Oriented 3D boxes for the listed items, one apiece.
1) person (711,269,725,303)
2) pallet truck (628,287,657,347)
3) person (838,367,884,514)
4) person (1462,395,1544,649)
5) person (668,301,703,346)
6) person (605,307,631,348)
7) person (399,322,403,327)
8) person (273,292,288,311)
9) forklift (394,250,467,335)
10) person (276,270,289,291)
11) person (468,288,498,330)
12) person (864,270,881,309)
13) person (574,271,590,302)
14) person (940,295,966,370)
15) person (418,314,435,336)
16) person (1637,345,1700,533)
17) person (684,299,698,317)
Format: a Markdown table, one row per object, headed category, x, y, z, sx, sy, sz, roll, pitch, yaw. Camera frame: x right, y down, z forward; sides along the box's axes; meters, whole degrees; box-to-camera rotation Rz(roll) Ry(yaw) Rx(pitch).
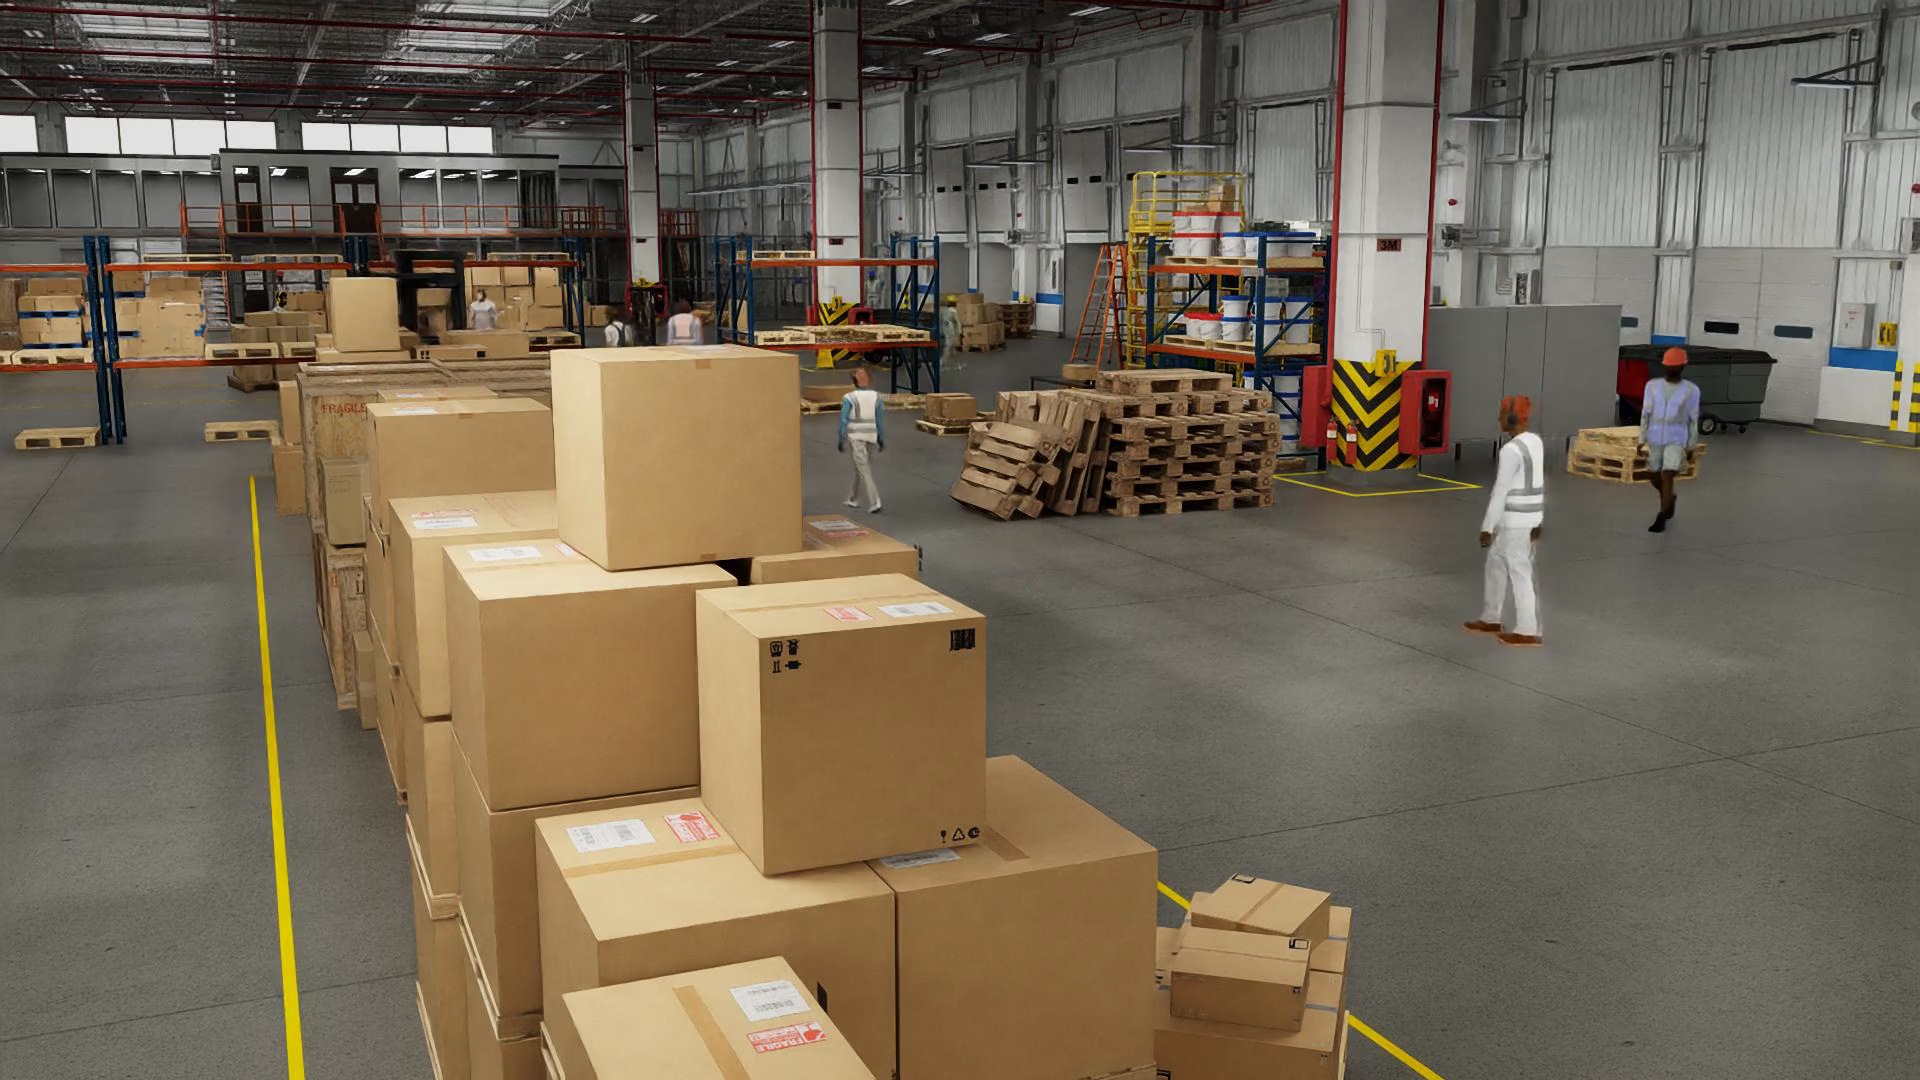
| category | x | y | z | sx | sy | sz | roll | pitch | yaw |
| --- | --- | --- | --- | --- | --- | --- | --- | --- | --- |
| person | -11.240 | -11.927 | 77.002 | 0.642 | 1.937 | 1.008 | -6 | 12 | -30 |
| pallet truck | -6.464 | -4.406 | 35.401 | 0.823 | 1.965 | 1.885 | 6 | 12 | 32 |
| person | -1.067 | -1.097 | 18.278 | 0.533 | 1.603 | 0.837 | -8 | 13 | -38 |
| person | 3.979 | -0.143 | 12.270 | 0.745 | 1.859 | 0.615 | 8 | 13 | 36 |
| person | -5.173 | -3.599 | 31.444 | 0.621 | 1.825 | 0.511 | 1 | 10 | 5 |
| person | -5.952 | -3.190 | 29.248 | 0.824 | 1.808 | 0.546 | 7 | 13 | 35 |
| person | -7.719 | -2.089 | 22.968 | 0.640 | 1.894 | 1.034 | 6 | 12 | 29 |
| person | -14.498 | -4.378 | 35.648 | 0.329 | 1.861 | 0.504 | 1 | 10 | 4 |
| forklift | -7.404 | -2.690 | 23.512 | 1.129 | 2.768 | 1.873 | 1 | 10 | 6 |
| person | -22.950 | -8.159 | 56.290 | 0.545 | 1.928 | 0.396 | -10 | 14 | -43 |
| person | -10.762 | -4.743 | 37.601 | 0.641 | 1.896 | 1.042 | 2 | 11 | 13 |
| person | -2.956 | -8.116 | 56.069 | 0.620 | 1.921 | 0.763 | 1 | 10 | 6 |
| person | -13.880 | -8.969 | 60.990 | 0.633 | 1.840 | 0.429 | 2 | 10 | 9 |
| person | -0.146 | -4.726 | 37.983 | 0.814 | 1.707 | 0.496 | -6 | 12 | -29 |
| person | -7.966 | -2.399 | 24.692 | 0.607 | 1.866 | 0.969 | 9 | 14 | 42 |
| person | 7.321 | -1.054 | 17.161 | 0.558 | 1.922 | 0.743 | 9 | 14 | 40 |
| person | -5.952 | -4.508 | 36.896 | 0.868 | 1.657 | 0.530 | 6 | 12 | 30 |
